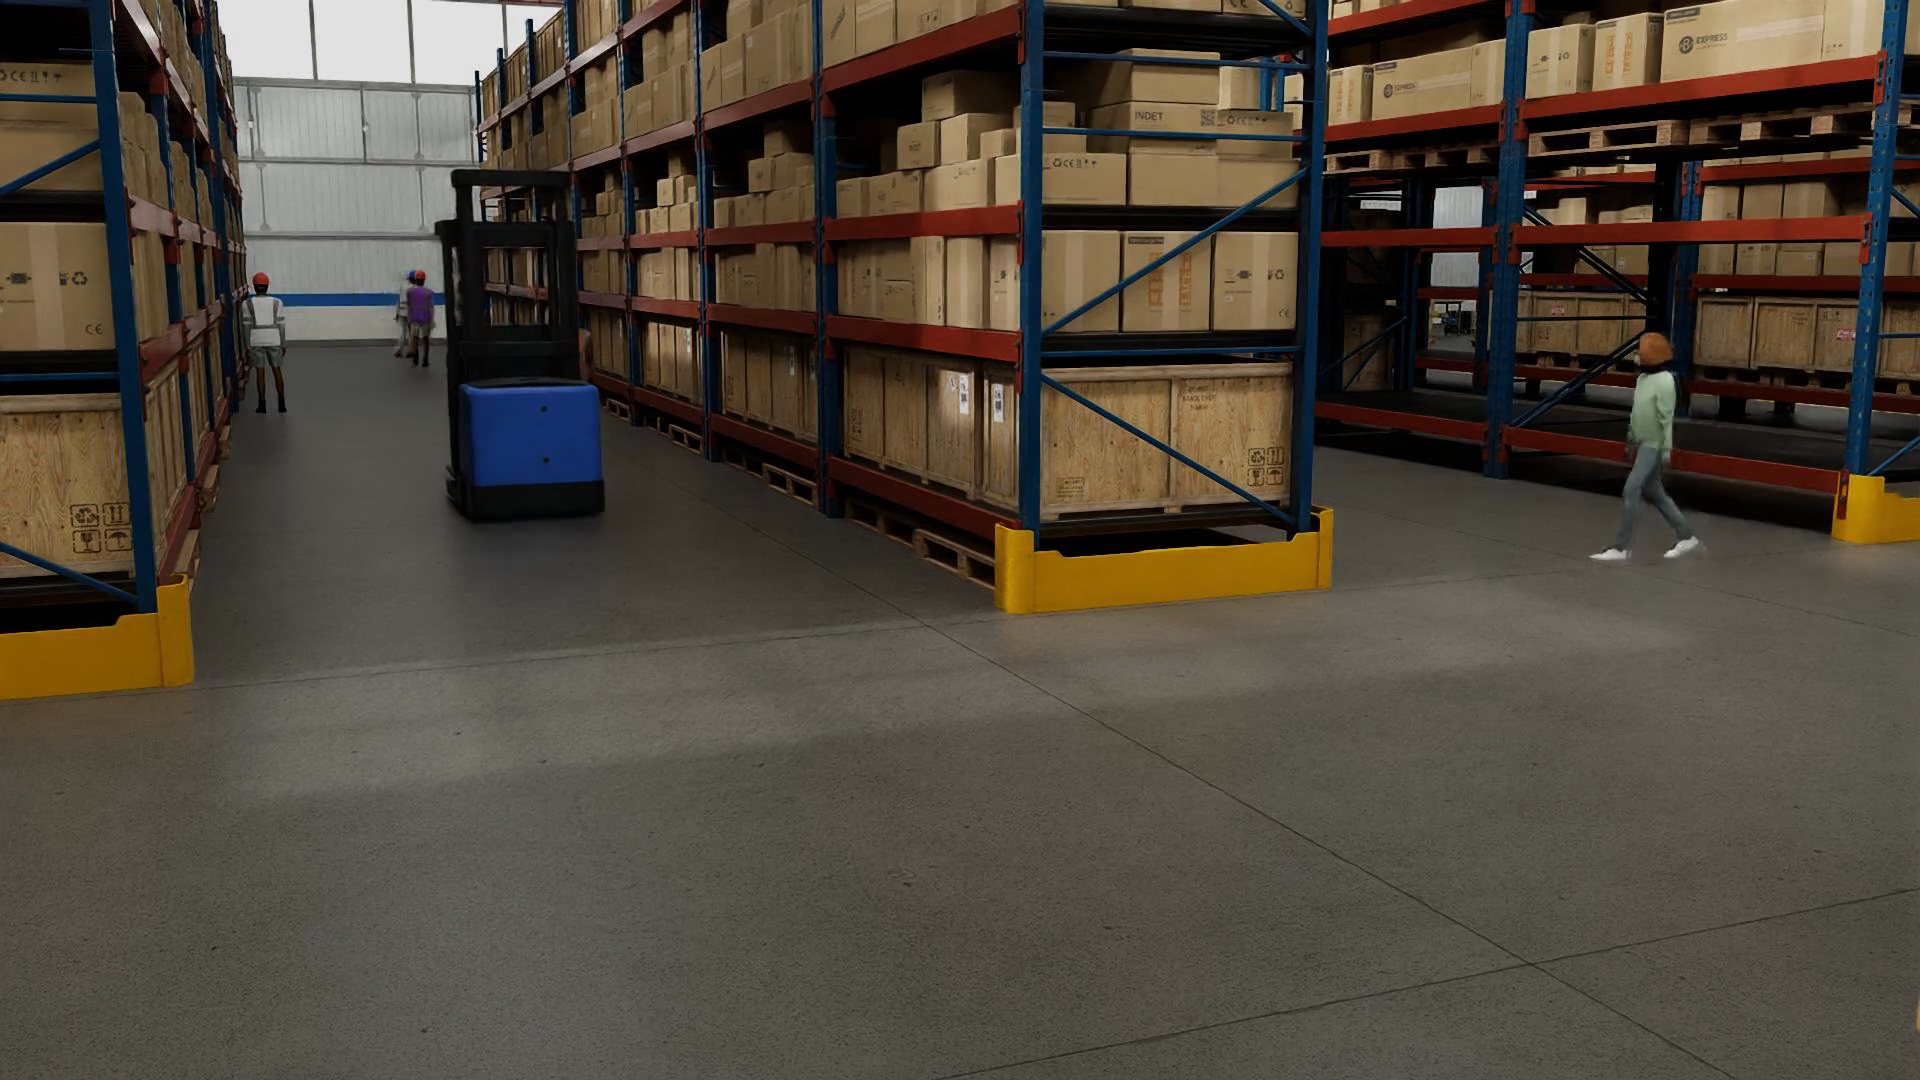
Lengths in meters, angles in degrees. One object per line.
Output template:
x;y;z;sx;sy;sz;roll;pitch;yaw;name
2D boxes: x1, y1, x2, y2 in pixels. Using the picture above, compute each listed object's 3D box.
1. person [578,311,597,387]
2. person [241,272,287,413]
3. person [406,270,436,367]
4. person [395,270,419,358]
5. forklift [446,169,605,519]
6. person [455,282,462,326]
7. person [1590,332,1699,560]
-4.226;-1.748;18.072;0.541;1.623;0.417;-5;11;-27;person
-9.592;-2.716;22.945;0.545;1.939;0.374;-5;11;-28;person
-10.715;-4.400;33.085;0.559;1.924;0.435;-2;10;-10;person
-11.923;-4.898;36.133;0.653;1.900;0.501;5;11;29;person
-3.689;-1.675;13.895;1.129;2.768;1.873;-4;10;-22;forklift
-10.836;-4.892;36.504;0.533;1.765;0.326;6;11;32;person
4.827;-0.646;11.566;0.760;1.603;0.507;1;9;3;person
